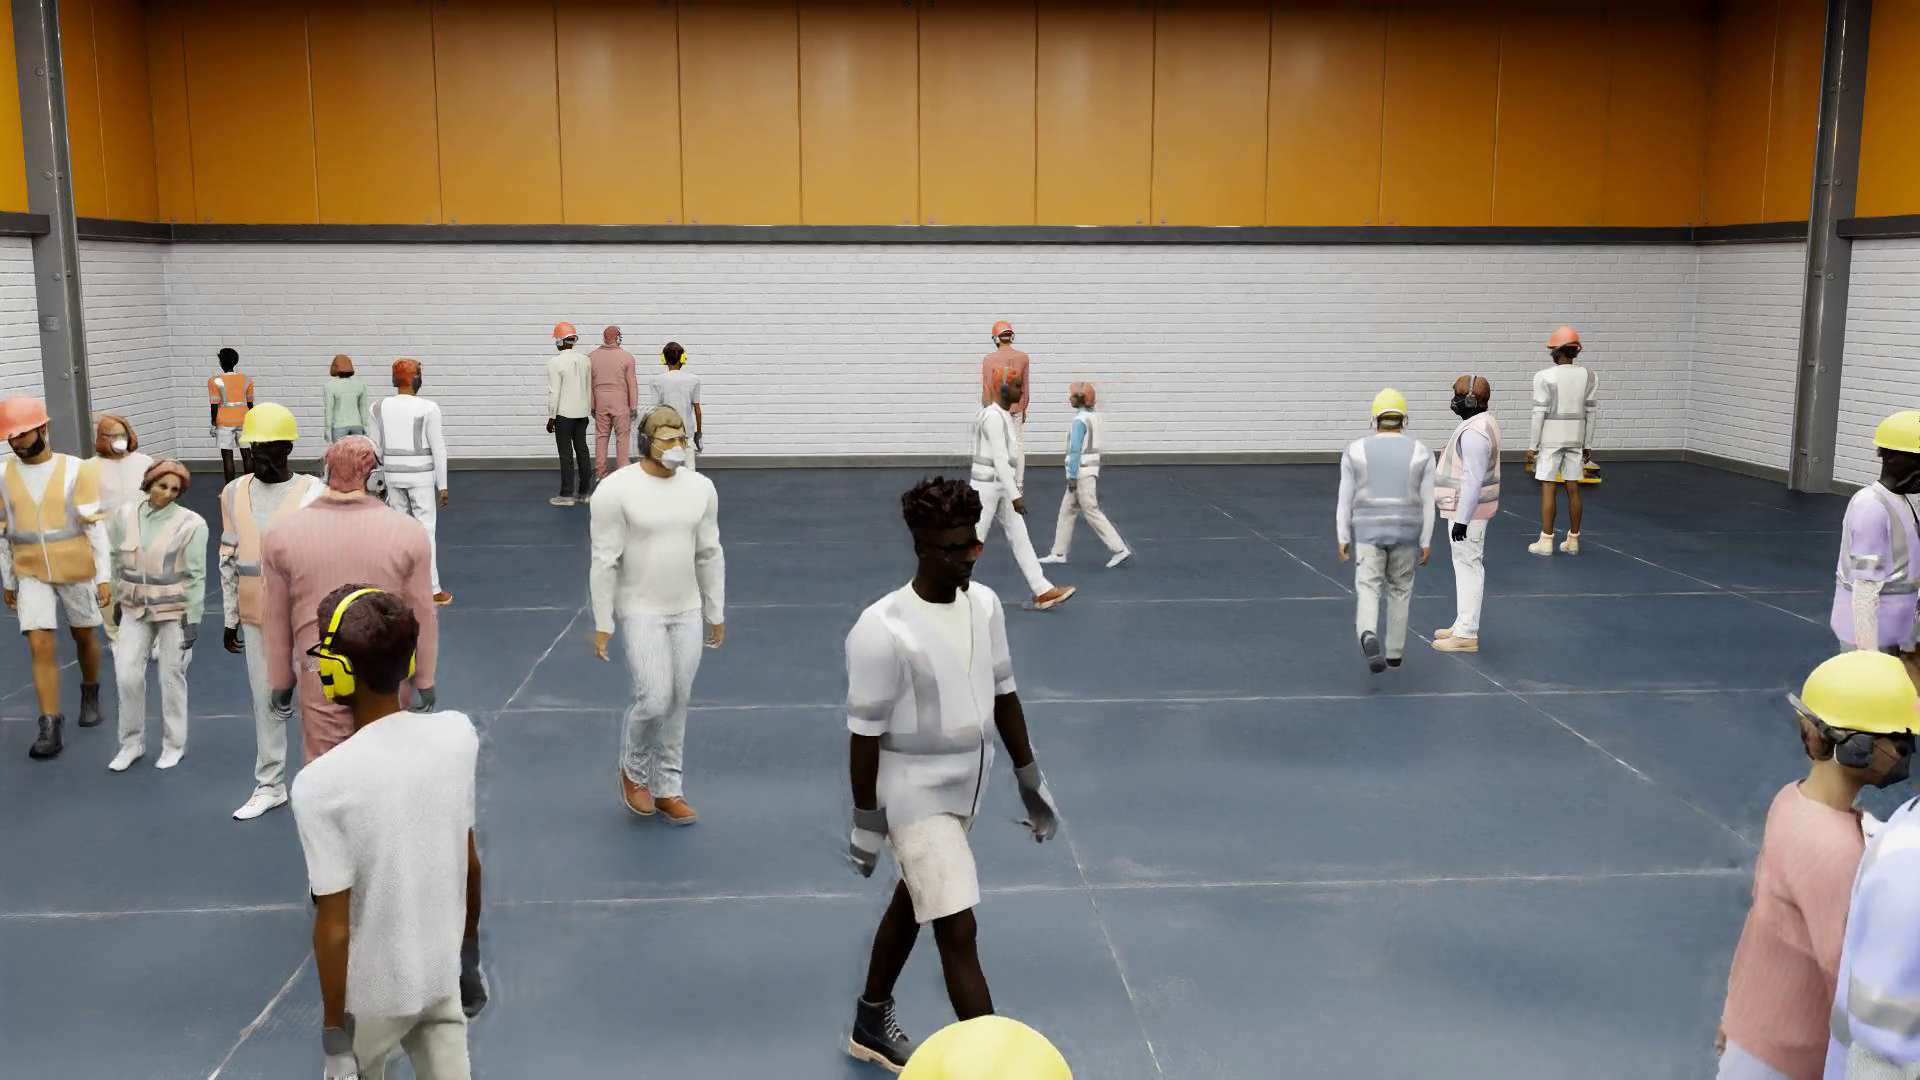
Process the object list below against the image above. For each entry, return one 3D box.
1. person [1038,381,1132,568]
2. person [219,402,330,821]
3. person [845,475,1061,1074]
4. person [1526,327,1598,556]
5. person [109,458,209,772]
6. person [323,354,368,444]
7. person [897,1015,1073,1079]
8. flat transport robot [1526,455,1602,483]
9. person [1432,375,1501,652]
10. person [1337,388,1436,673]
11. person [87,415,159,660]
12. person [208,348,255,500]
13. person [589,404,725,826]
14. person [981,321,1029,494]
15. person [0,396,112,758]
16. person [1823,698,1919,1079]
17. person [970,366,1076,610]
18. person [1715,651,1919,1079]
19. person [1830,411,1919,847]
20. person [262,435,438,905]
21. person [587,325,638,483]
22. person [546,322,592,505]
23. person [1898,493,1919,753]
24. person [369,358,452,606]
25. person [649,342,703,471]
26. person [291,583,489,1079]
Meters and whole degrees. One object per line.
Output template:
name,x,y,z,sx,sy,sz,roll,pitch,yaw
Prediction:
person,1.091,-0.560,14.231,0.816,1.604,0.522,2,9,14
person,-3.106,0.333,7.616,0.587,1.930,0.359,1,9,8
person,0.007,0.761,4.948,0.992,1.910,0.633,6,11,35
person,5.359,-0.879,14.872,0.616,2.039,0.384,-2,9,-10
person,-4.010,0.381,8.333,0.576,1.595,0.424,1,9,3
person,-6.775,-1.231,18.358,0.266,1.631,0.507,8,12,41
person,0.051,1.342,1.866,0.534,1.748,0.702,5,10,28
flat transport robot,7.390,-0.875,20.391,0.652,0.197,1.431,2,9,10
person,3.372,-0.178,11.104,0.429,1.844,0.627,3,10,20
person,2.637,-0.032,10.313,0.590,1.810,0.667,2,9,14
person,-5.356,0.003,10.696,0.789,1.594,0.528,8,12,43
person,-8.109,-1.290,18.539,0.317,1.696,0.539,7,11,35
person,-1.332,0.351,7.506,0.656,1.926,0.436,-9,12,-43
person,0.501,-1.488,18.876,0.610,1.986,0.392,-5,10,-30
person,-4.830,0.158,8.883,0.584,1.882,0.999,-3,9,-17
person,1.845,1.095,2.890,0.875,1.905,0.570,7,11,37
person,0.345,-0.356,12.243,1.003,1.824,0.581,2,9,15
person,1.768,1.077,3.625,0.941,1.718,0.524,4,10,25
person,4.010,0.396,7.238,0.382,1.923,0.593,7,11,37
person,-2.384,0.532,6.538,0.655,1.878,0.659,-2,9,-13
person,-4.155,-1.621,19.990,0.643,1.903,0.402,2,9,12
person,-4.264,-1.375,18.137,0.376,1.995,0.612,5,11,31
person,4.900,0.227,8.385,0.546,1.901,0.902,1,9,4
person,-4.135,-0.427,12.524,0.585,1.882,0.337,1,9,9
person,-2.743,-0.979,16.068,0.521,1.865,0.335,-2,9,-14
person,-1.198,1.004,3.683,0.851,1.847,0.522,6,11,33
